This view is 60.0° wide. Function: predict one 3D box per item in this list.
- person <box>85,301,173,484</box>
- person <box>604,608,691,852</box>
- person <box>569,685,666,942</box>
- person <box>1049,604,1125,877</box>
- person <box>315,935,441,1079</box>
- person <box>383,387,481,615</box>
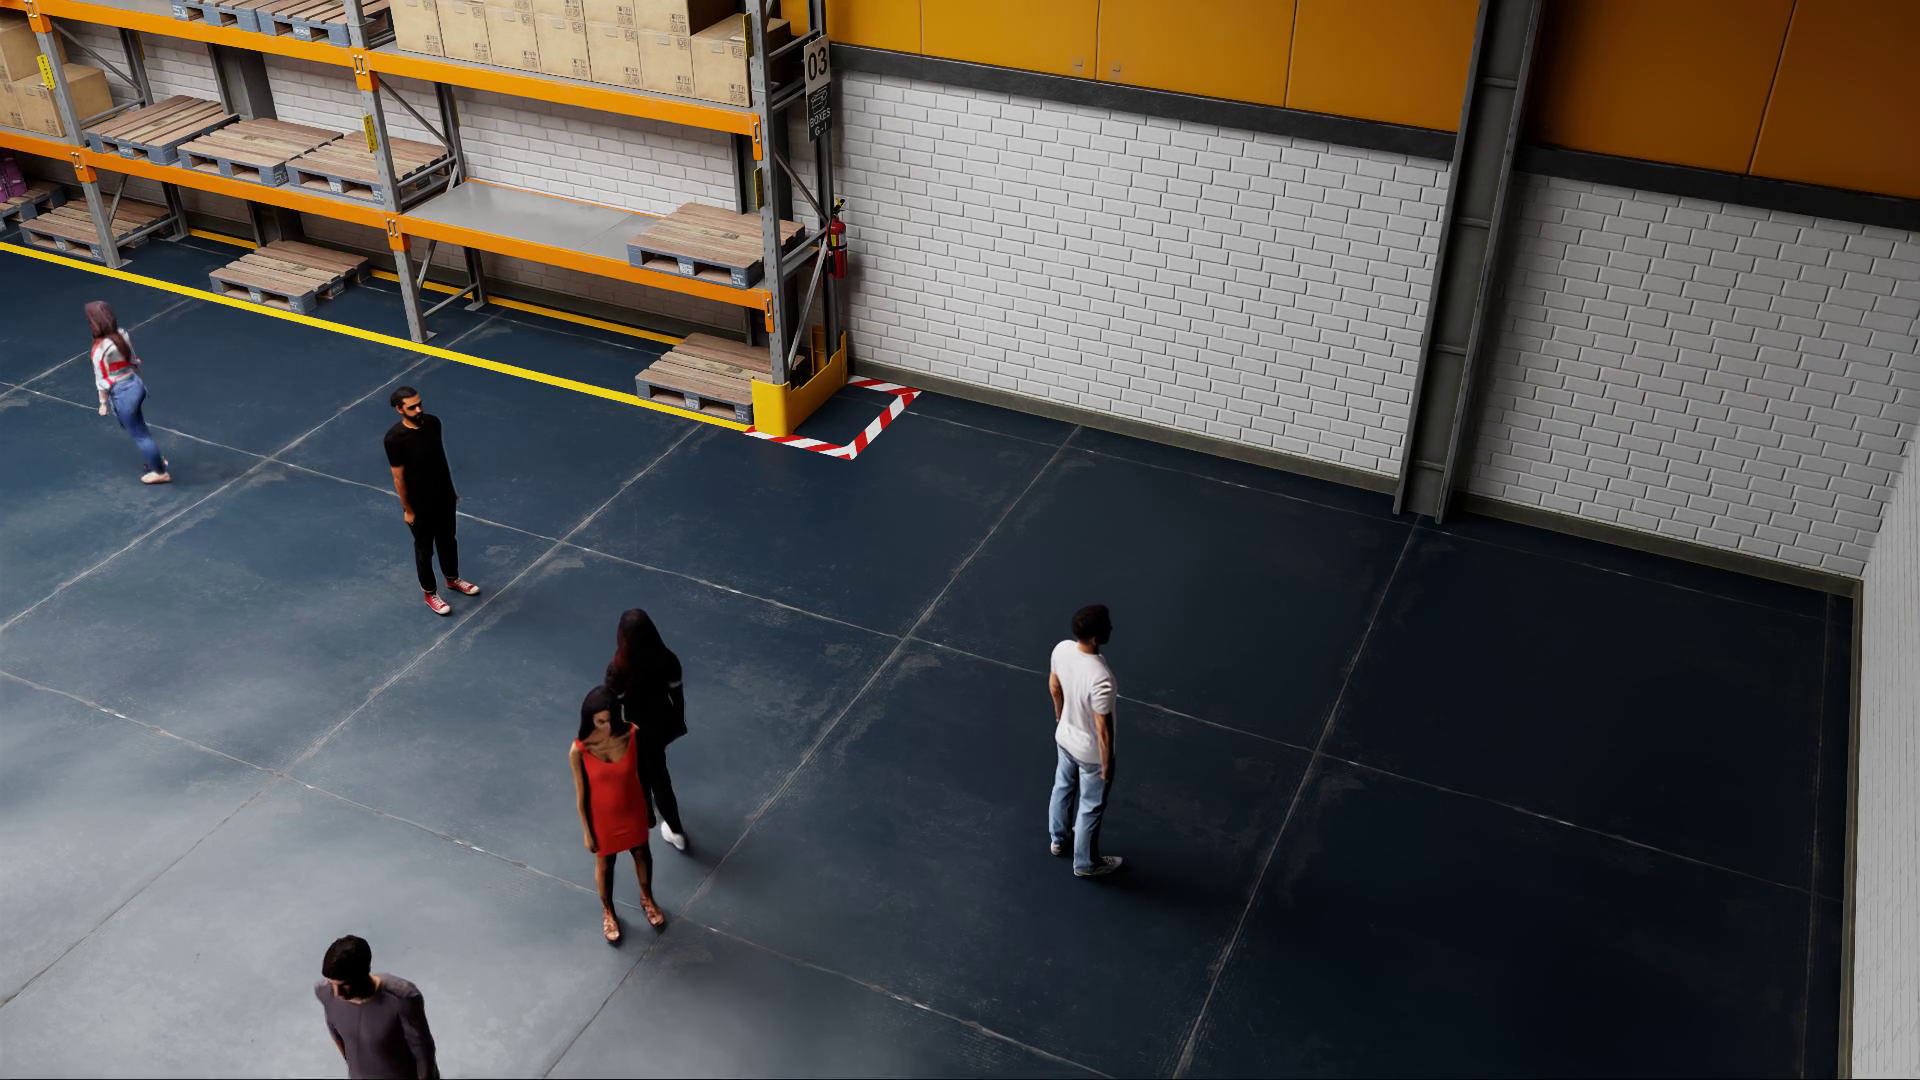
[{"bbox_3d":[-6.577,-1.159,13.301,0.707,1.601,0.693,-2,34,-2],"label":"person"},{"bbox_3d":[-1.801,1.163,9.807,0.973,1.603,1.122,-19,38,-26],"label":"person"},{"bbox_3d":[-1.908,1.497,9.202,0.650,1.716,0.681,-17,37,-23],"label":"person"},{"bbox_3d":[0.719,1.146,9.597,0.813,1.864,0.696,-19,38,-26],"label":"person"},{"bbox_3d":[-2.603,2.406,7.740,1.008,1.821,0.963,0,34,0],"label":"person"},{"bbox_3d":[-3.811,-0.313,11.886,0.594,1.759,0.642,18,38,25],"label":"person"}]
